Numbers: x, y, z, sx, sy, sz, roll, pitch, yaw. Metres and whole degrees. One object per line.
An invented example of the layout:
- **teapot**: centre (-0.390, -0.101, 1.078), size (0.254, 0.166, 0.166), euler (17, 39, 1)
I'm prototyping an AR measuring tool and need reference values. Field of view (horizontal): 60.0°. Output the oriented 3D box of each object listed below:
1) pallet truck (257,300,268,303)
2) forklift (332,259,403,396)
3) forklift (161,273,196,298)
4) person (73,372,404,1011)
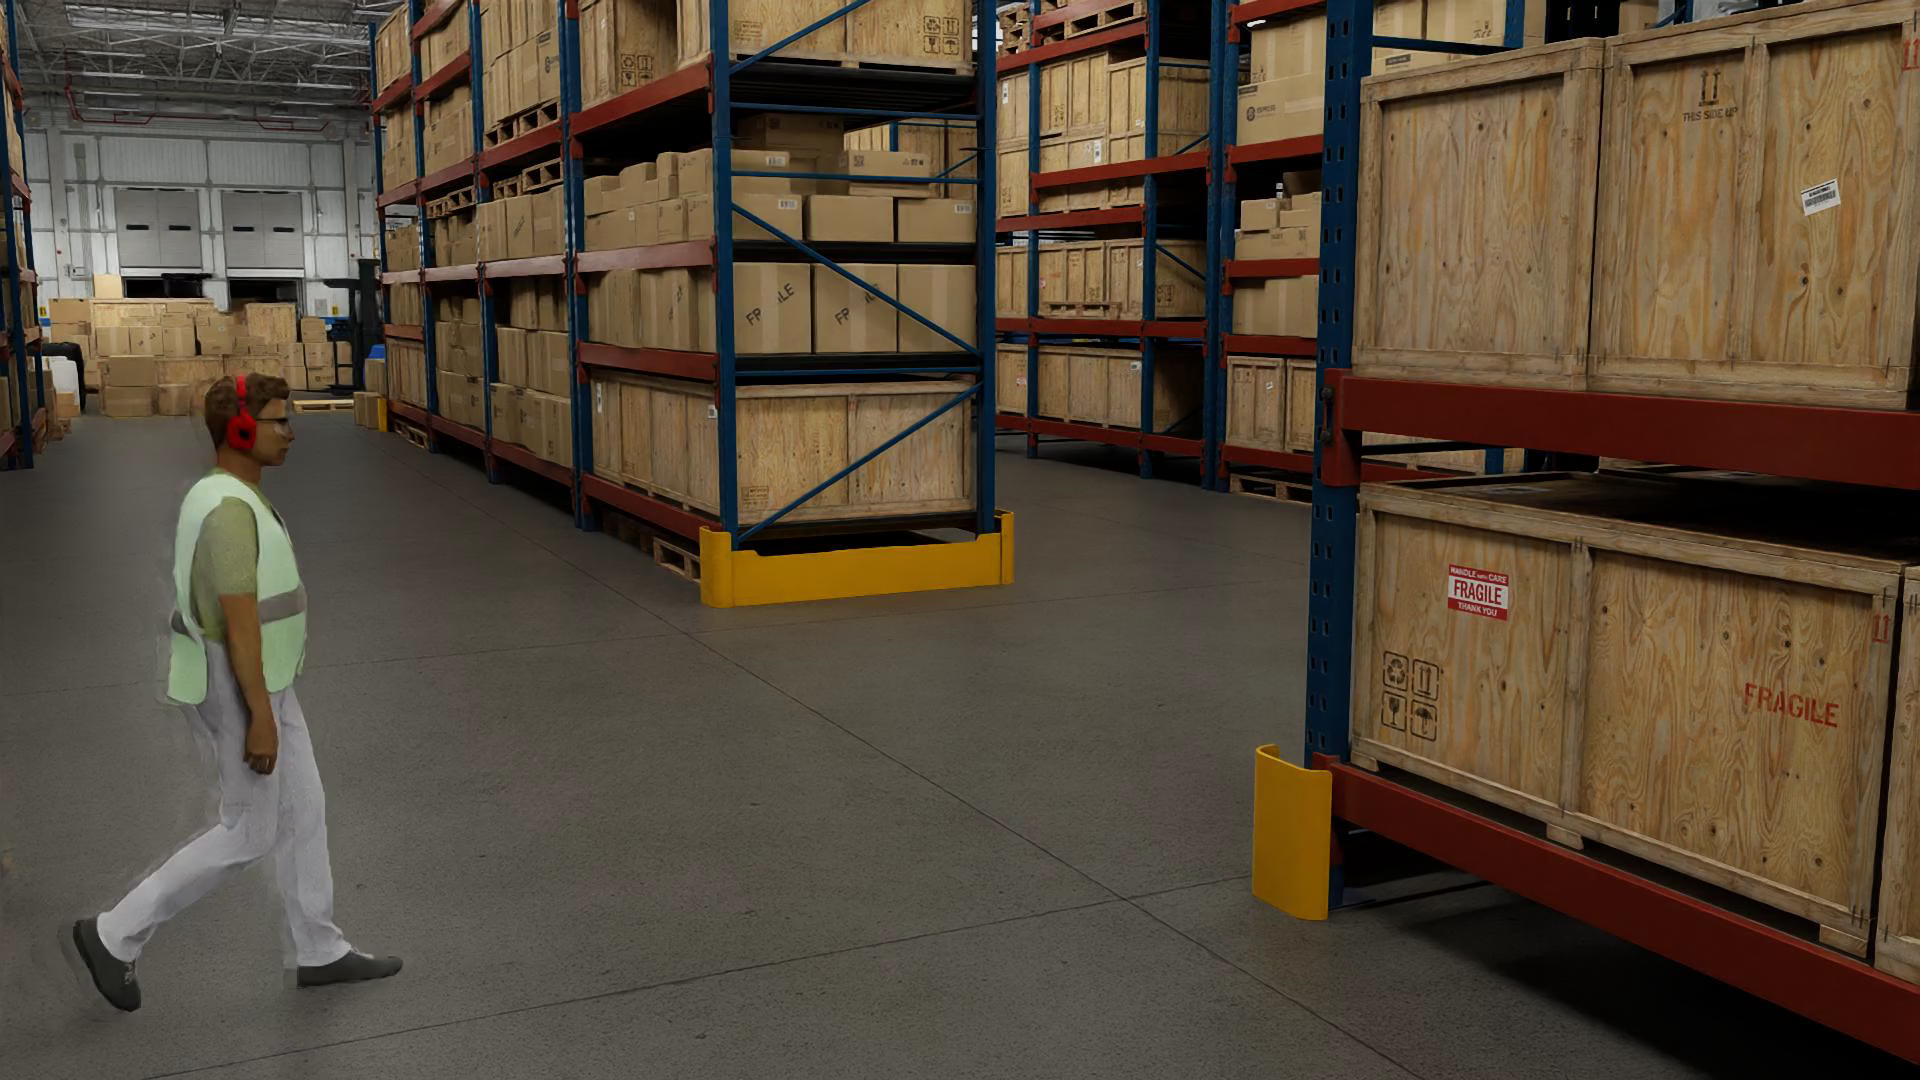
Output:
- **pallet truck**: centre (-23.913, -7.404, 58.171), size (1.885, 1.965, 0.823), euler (-1, 8, -9)
- **forklift**: centre (-11.779, -4.338, 34.003), size (1.873, 2.768, 1.129), euler (3, 9, 23)
- **forklift**: centre (-24.375, -6.952, 52.030), size (1.873, 2.768, 1.129), euler (6, 10, 35)
- **person**: centre (-2.068, 0.437, 4.713), size (0.783, 1.824, 0.581), euler (-3, 9, -18)
